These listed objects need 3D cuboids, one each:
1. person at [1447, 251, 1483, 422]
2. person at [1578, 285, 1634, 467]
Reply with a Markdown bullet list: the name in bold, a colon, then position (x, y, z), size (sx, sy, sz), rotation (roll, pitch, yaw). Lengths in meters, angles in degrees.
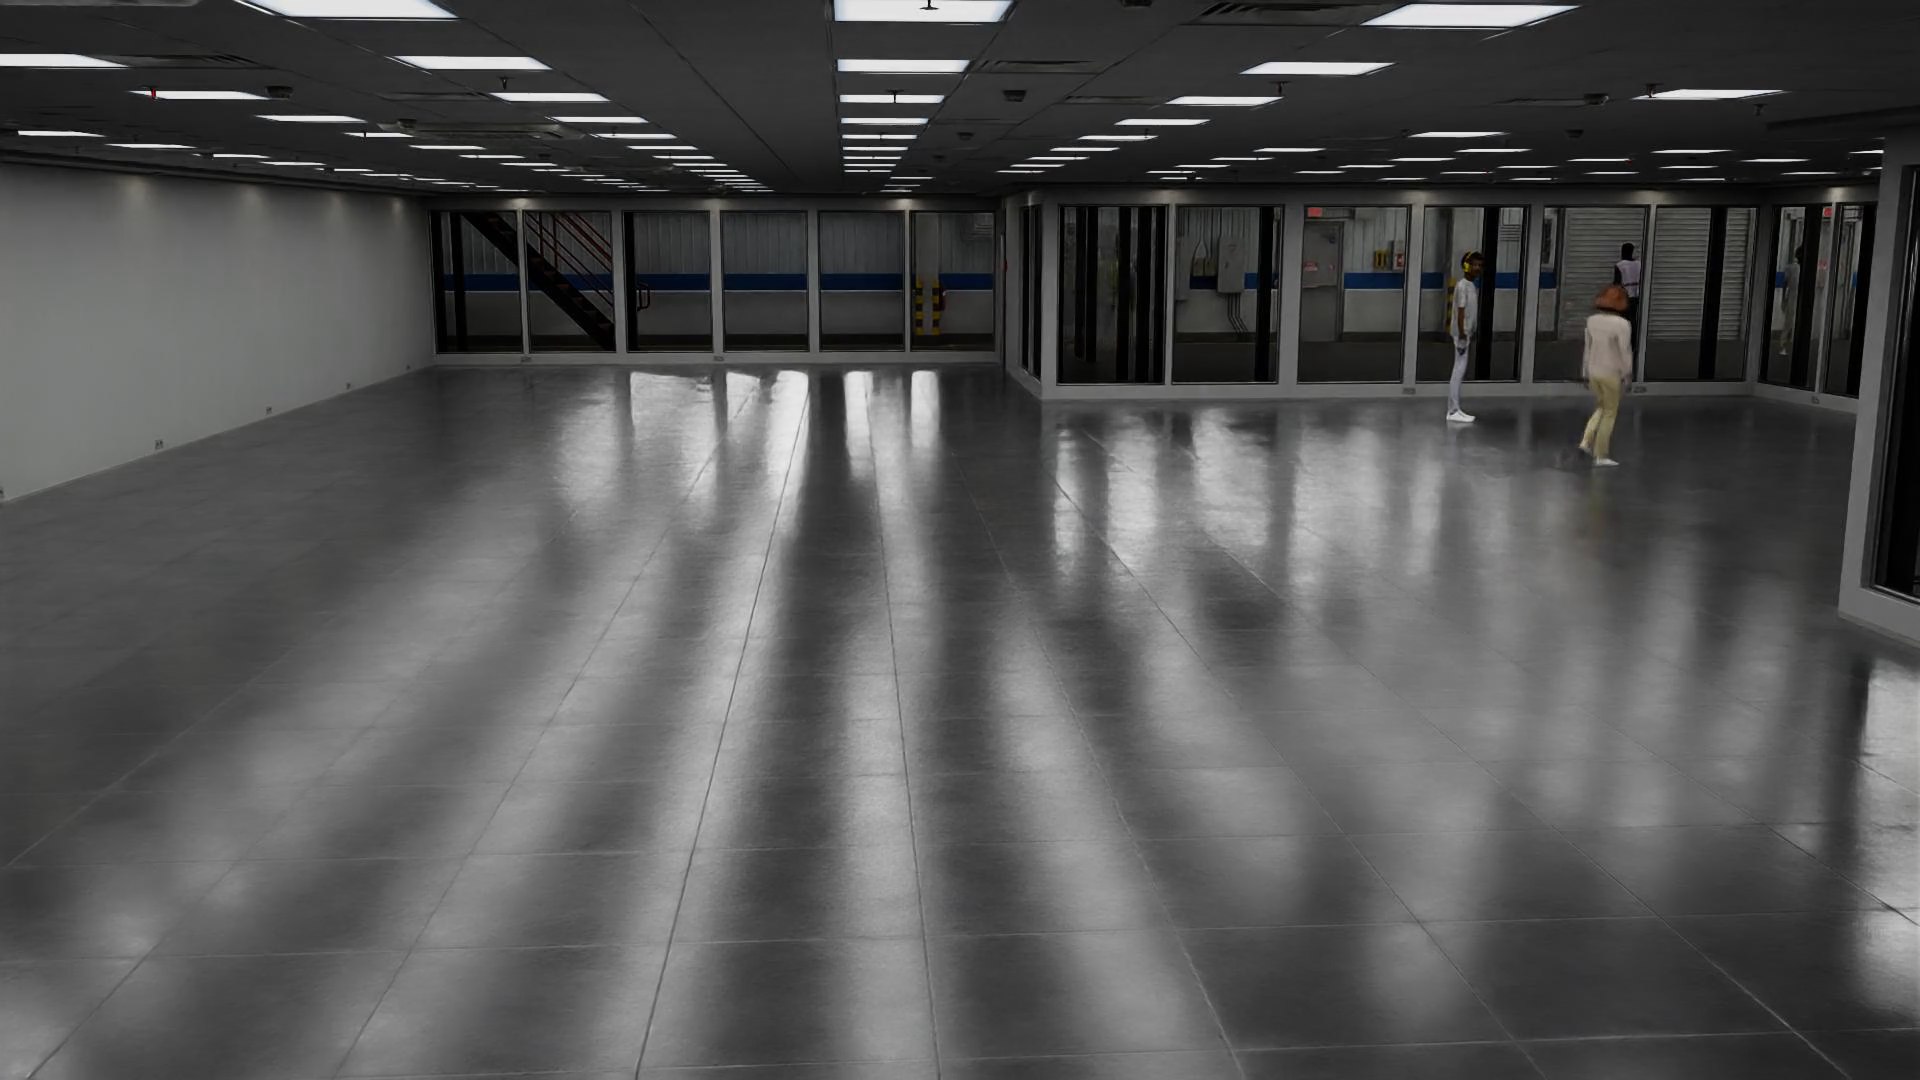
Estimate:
- **person**: position (5.580, -2.237, 18.363), size (0.327, 1.869, 0.514), rotation (4, 11, 23)
- **person**: position (5.777, -1.450, 14.779), size (0.345, 1.617, 0.519), rotation (-4, 11, -22)
